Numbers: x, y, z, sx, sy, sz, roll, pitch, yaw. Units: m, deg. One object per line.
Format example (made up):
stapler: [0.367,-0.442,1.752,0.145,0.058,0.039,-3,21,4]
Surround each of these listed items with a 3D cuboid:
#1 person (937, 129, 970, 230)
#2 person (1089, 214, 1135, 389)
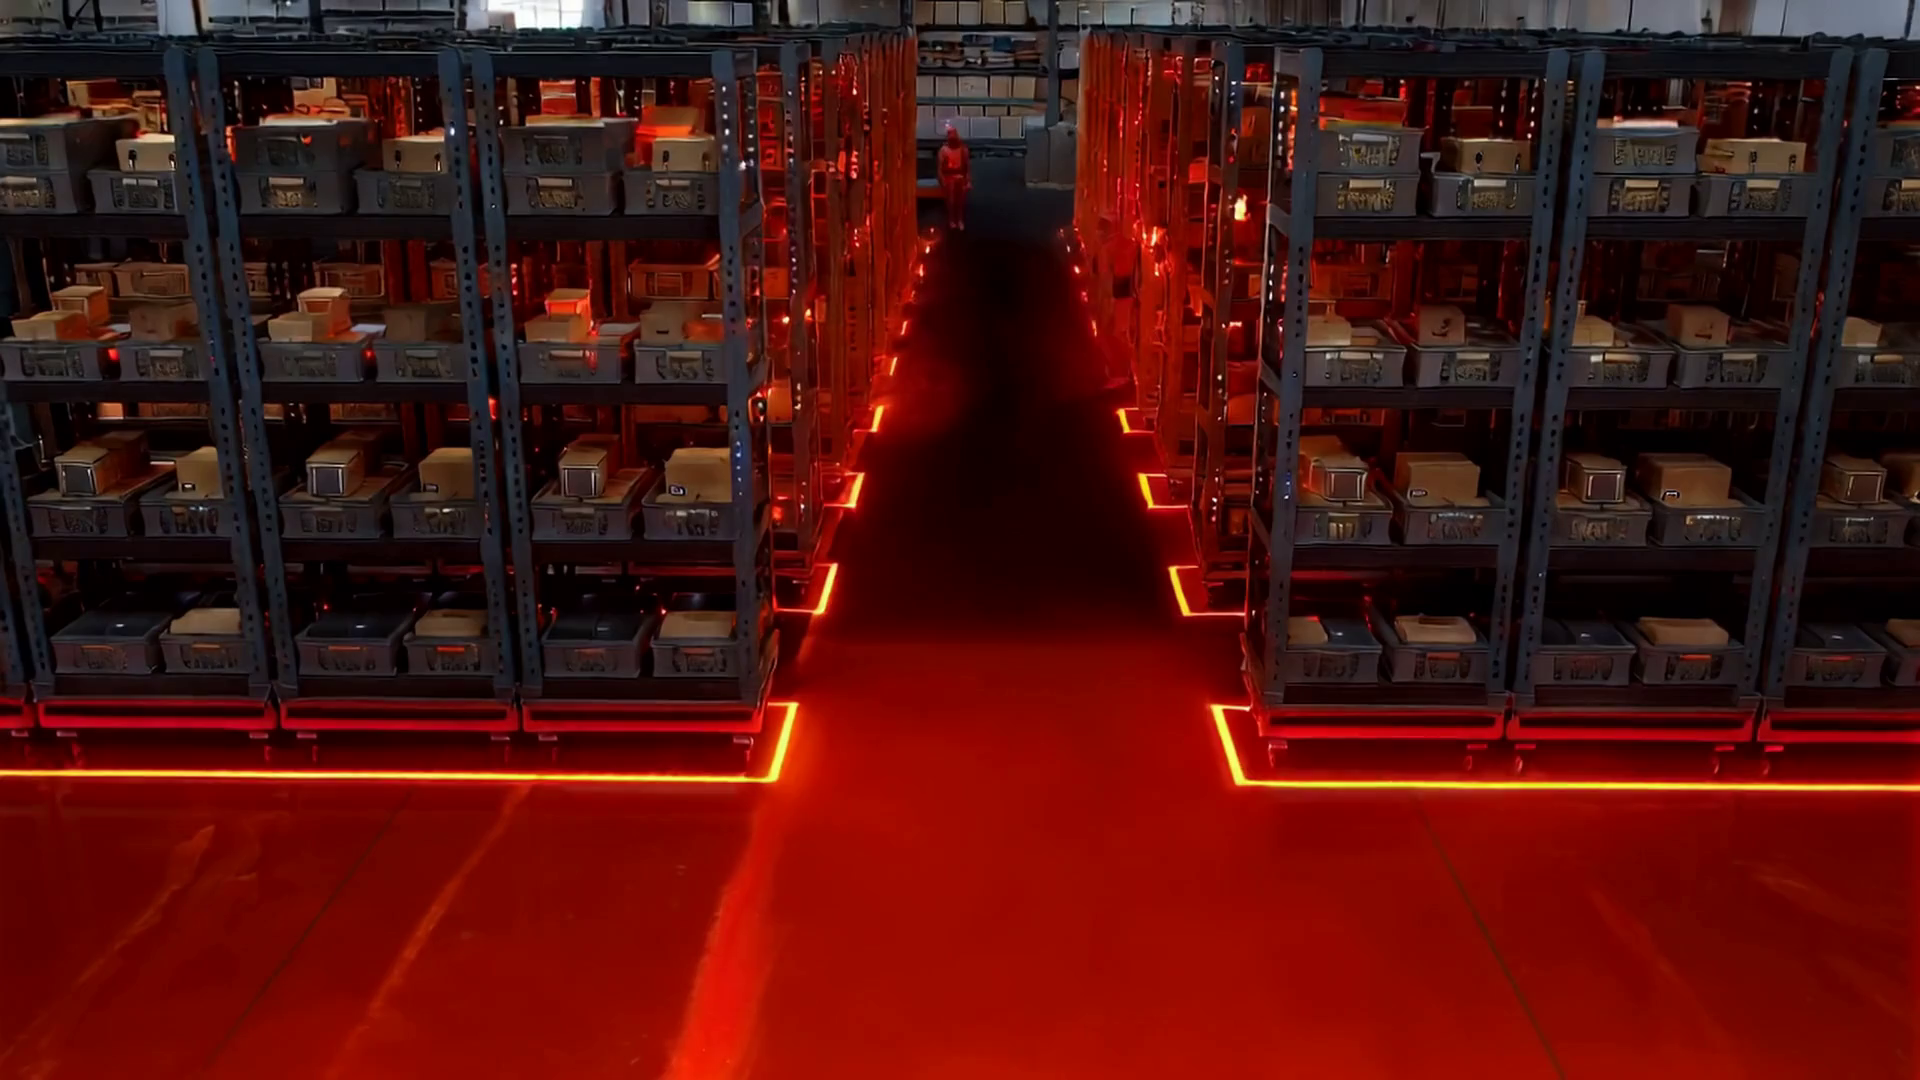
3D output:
person: [-0.102,-6.547,30.285,0.612,1.790,0.883,-2,18,-6]
person: [1.612,-2.493,17.353,0.400,1.810,0.657,11,21,32]
